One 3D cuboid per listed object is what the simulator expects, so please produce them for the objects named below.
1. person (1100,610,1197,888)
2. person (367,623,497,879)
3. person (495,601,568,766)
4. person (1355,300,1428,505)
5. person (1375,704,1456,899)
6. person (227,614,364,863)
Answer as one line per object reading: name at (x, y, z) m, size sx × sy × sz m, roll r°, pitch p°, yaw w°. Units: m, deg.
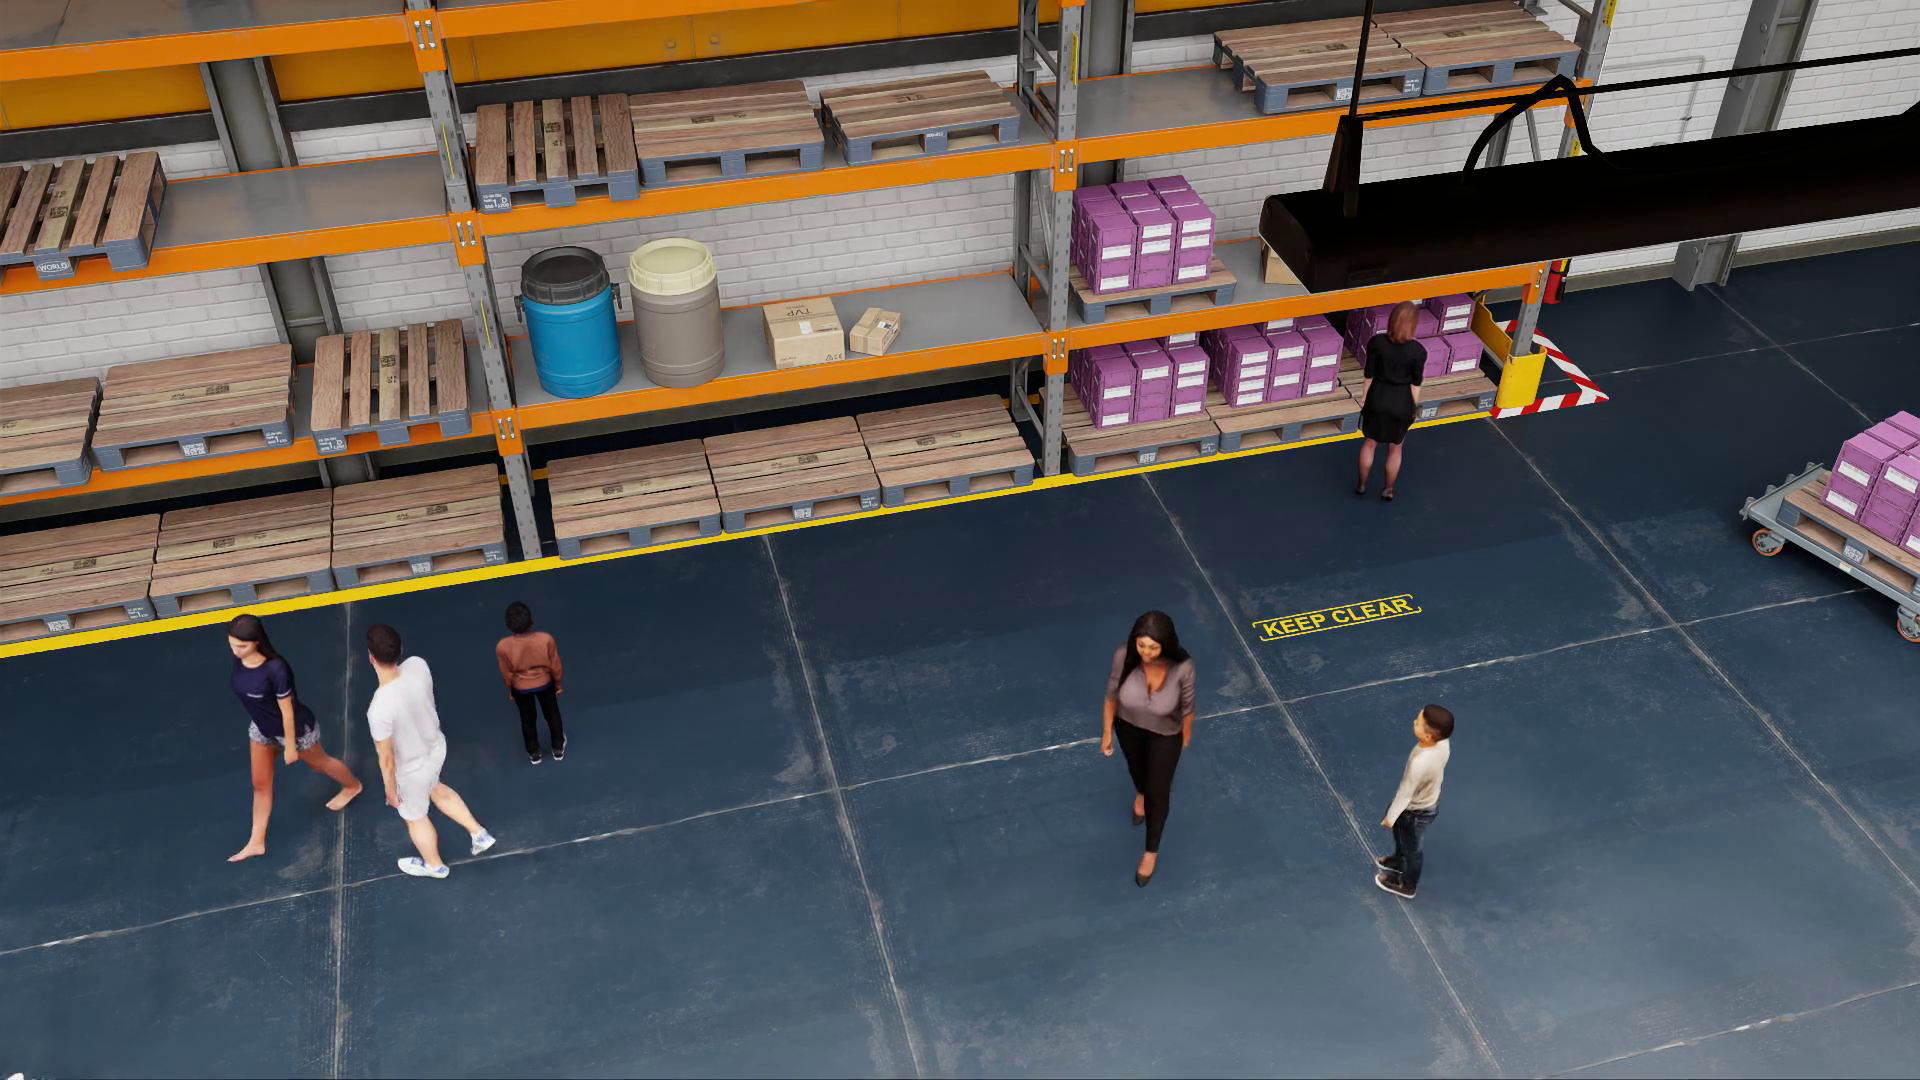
person at (1.118, 1.043, 9.650) m, size 1.026 × 1.811 × 1.036 m, roll 13°, pitch 40°, yaw 16°
person at (-2.984, 1.241, 9.382) m, size 1.003 × 1.835 × 0.927 m, roll 10°, pitch 40°, yaw 13°
person at (-2.649, 0.887, 10.292) m, size 0.412 × 1.253 × 0.575 m, roll -11°, pitch 40°, yaw -14°
person at (3.169, -1.001, 12.292) m, size 0.642 × 1.706 × 0.717 m, roll 17°, pitch 42°, yaw 20°
person at (2.642, 1.499, 9.362) m, size 0.719 × 1.457 × 0.657 m, roll 20°, pitch 43°, yaw 24°
person at (-3.865, 1.060, 9.707) m, size 1.049 × 1.712 × 1.166 m, roll 25°, pitch 45°, yaw 28°
